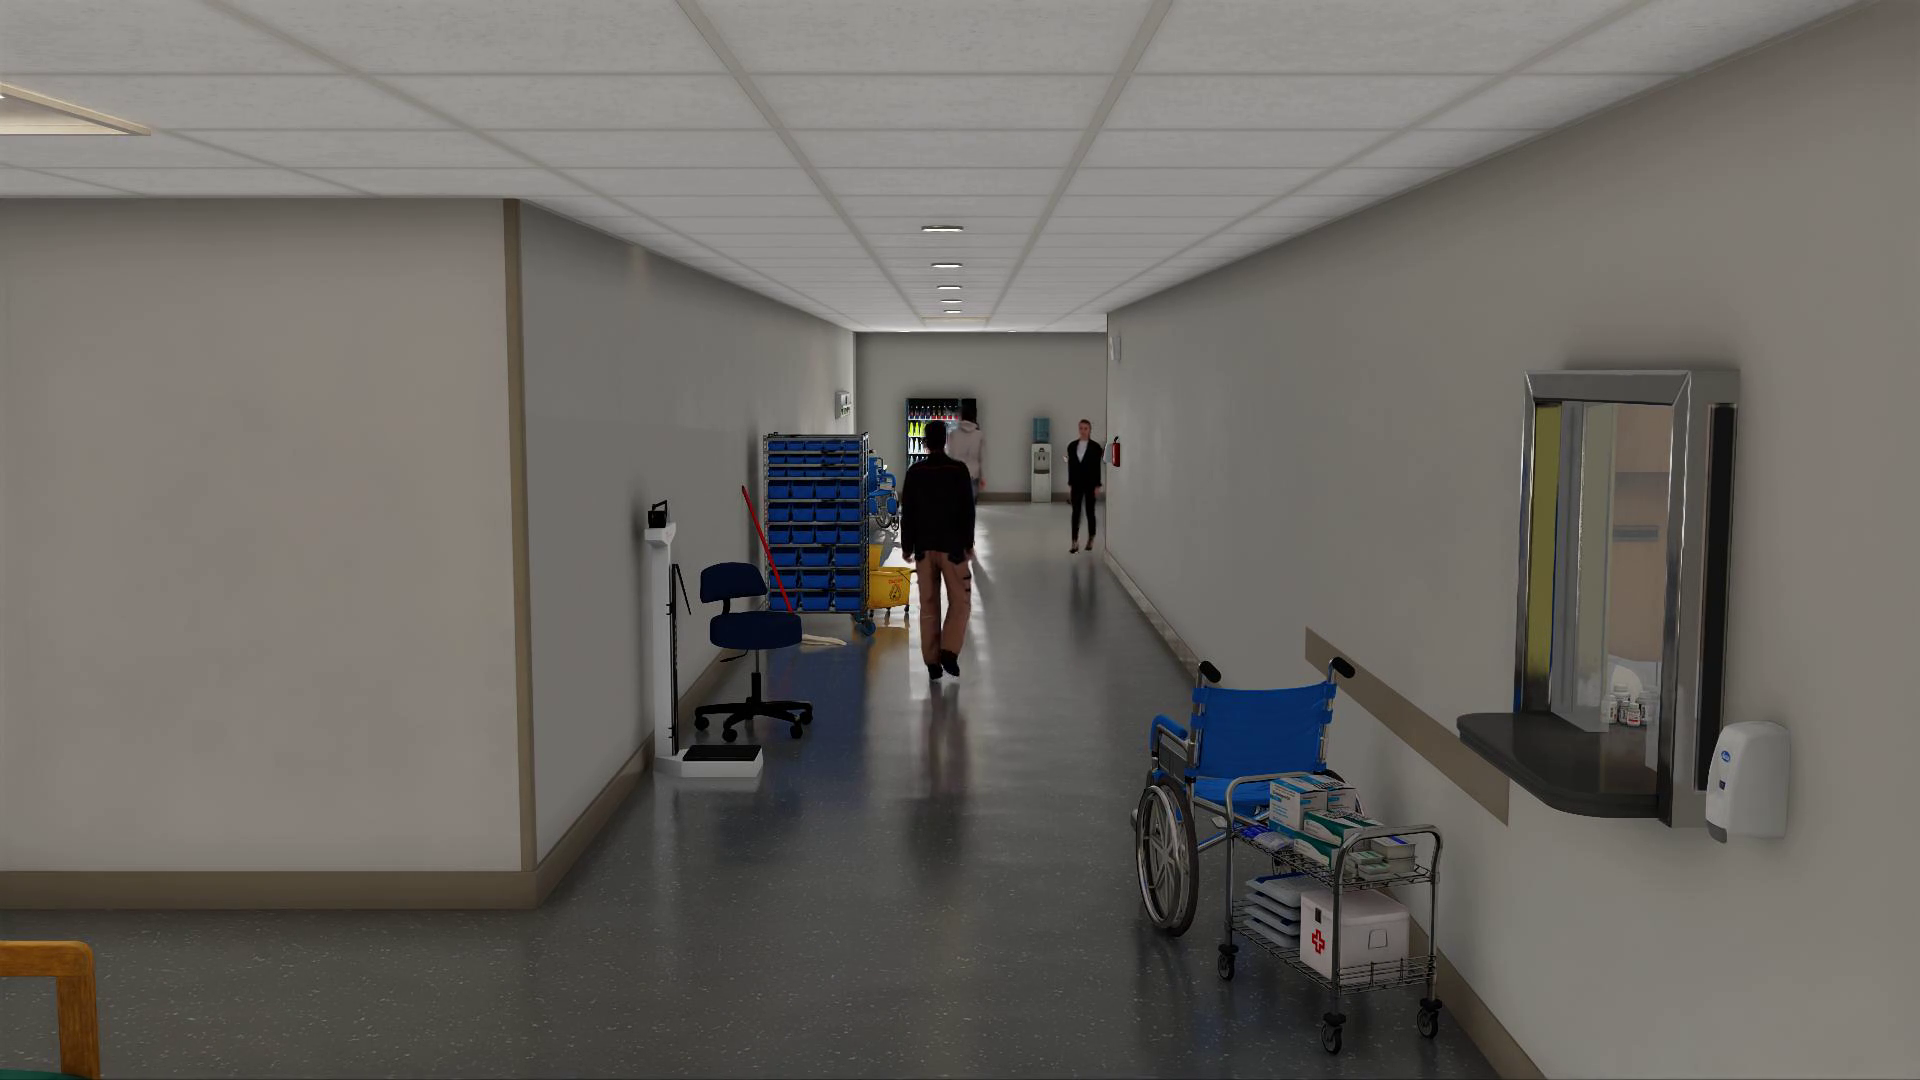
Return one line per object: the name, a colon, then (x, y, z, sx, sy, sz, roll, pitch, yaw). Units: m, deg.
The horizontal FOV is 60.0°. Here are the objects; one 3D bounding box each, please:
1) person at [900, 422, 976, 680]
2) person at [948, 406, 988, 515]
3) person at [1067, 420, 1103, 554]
person: (-0.150, 0.084, 12.329, 0.769, 1.915, 0.838, 1, 6, 11)
person: (0.068, -0.826, 21.787, 0.948, 1.832, 0.730, 0, 6, -1)
person: (1.583, -0.626, 20.720, 1.091, 1.648, 0.911, 2, 6, 18)
